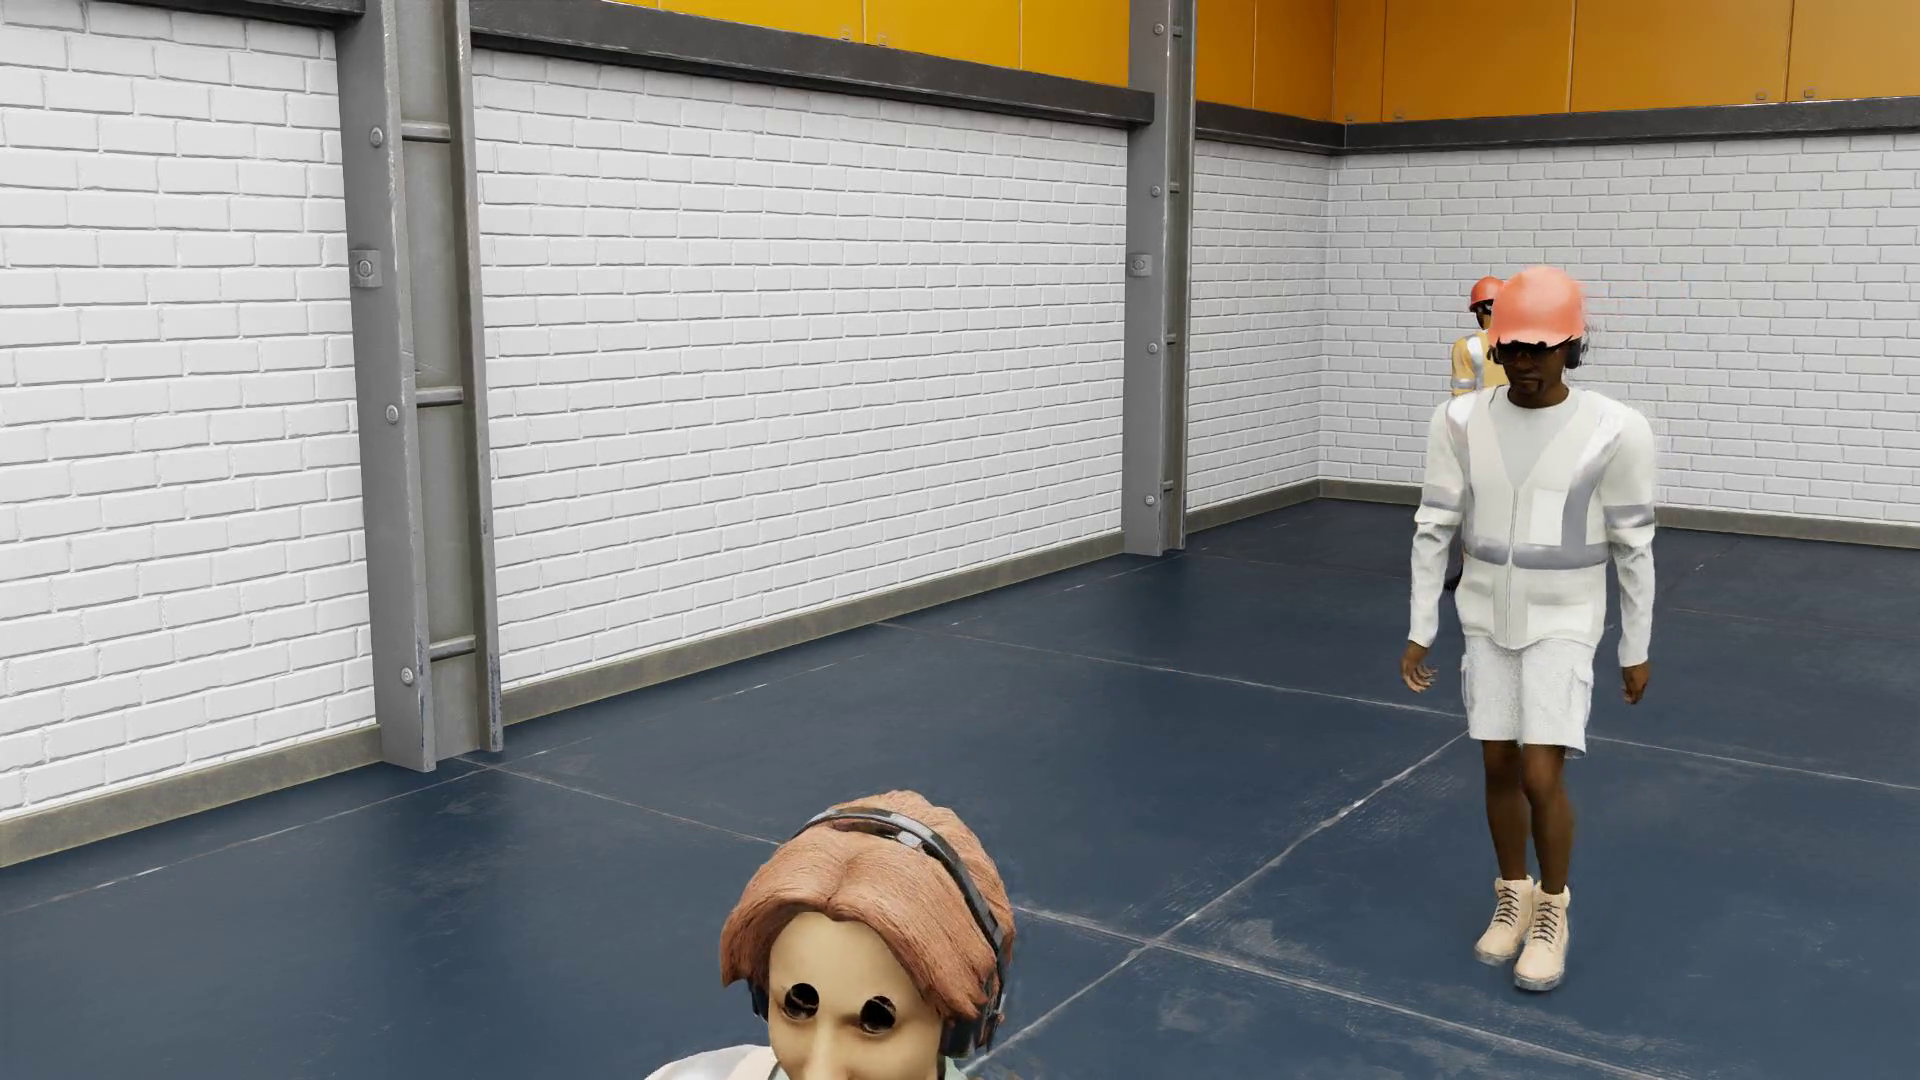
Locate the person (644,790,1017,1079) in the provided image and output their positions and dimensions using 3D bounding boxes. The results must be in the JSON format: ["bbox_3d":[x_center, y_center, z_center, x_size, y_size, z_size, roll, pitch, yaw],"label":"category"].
[{"bbox_3d":[-0.095,1.005,1.282,0.544,1.612,0.675,4,10,22],"label":"person"}]

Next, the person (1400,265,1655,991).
[{"bbox_3d":[1.570,0.252,4.641,0.616,2.011,0.610,8,12,40],"label":"person"}]

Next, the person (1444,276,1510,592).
[{"bbox_3d":[3.189,-0.622,10.083,0.543,1.928,0.373,-2,10,-11],"label":"person"}]
